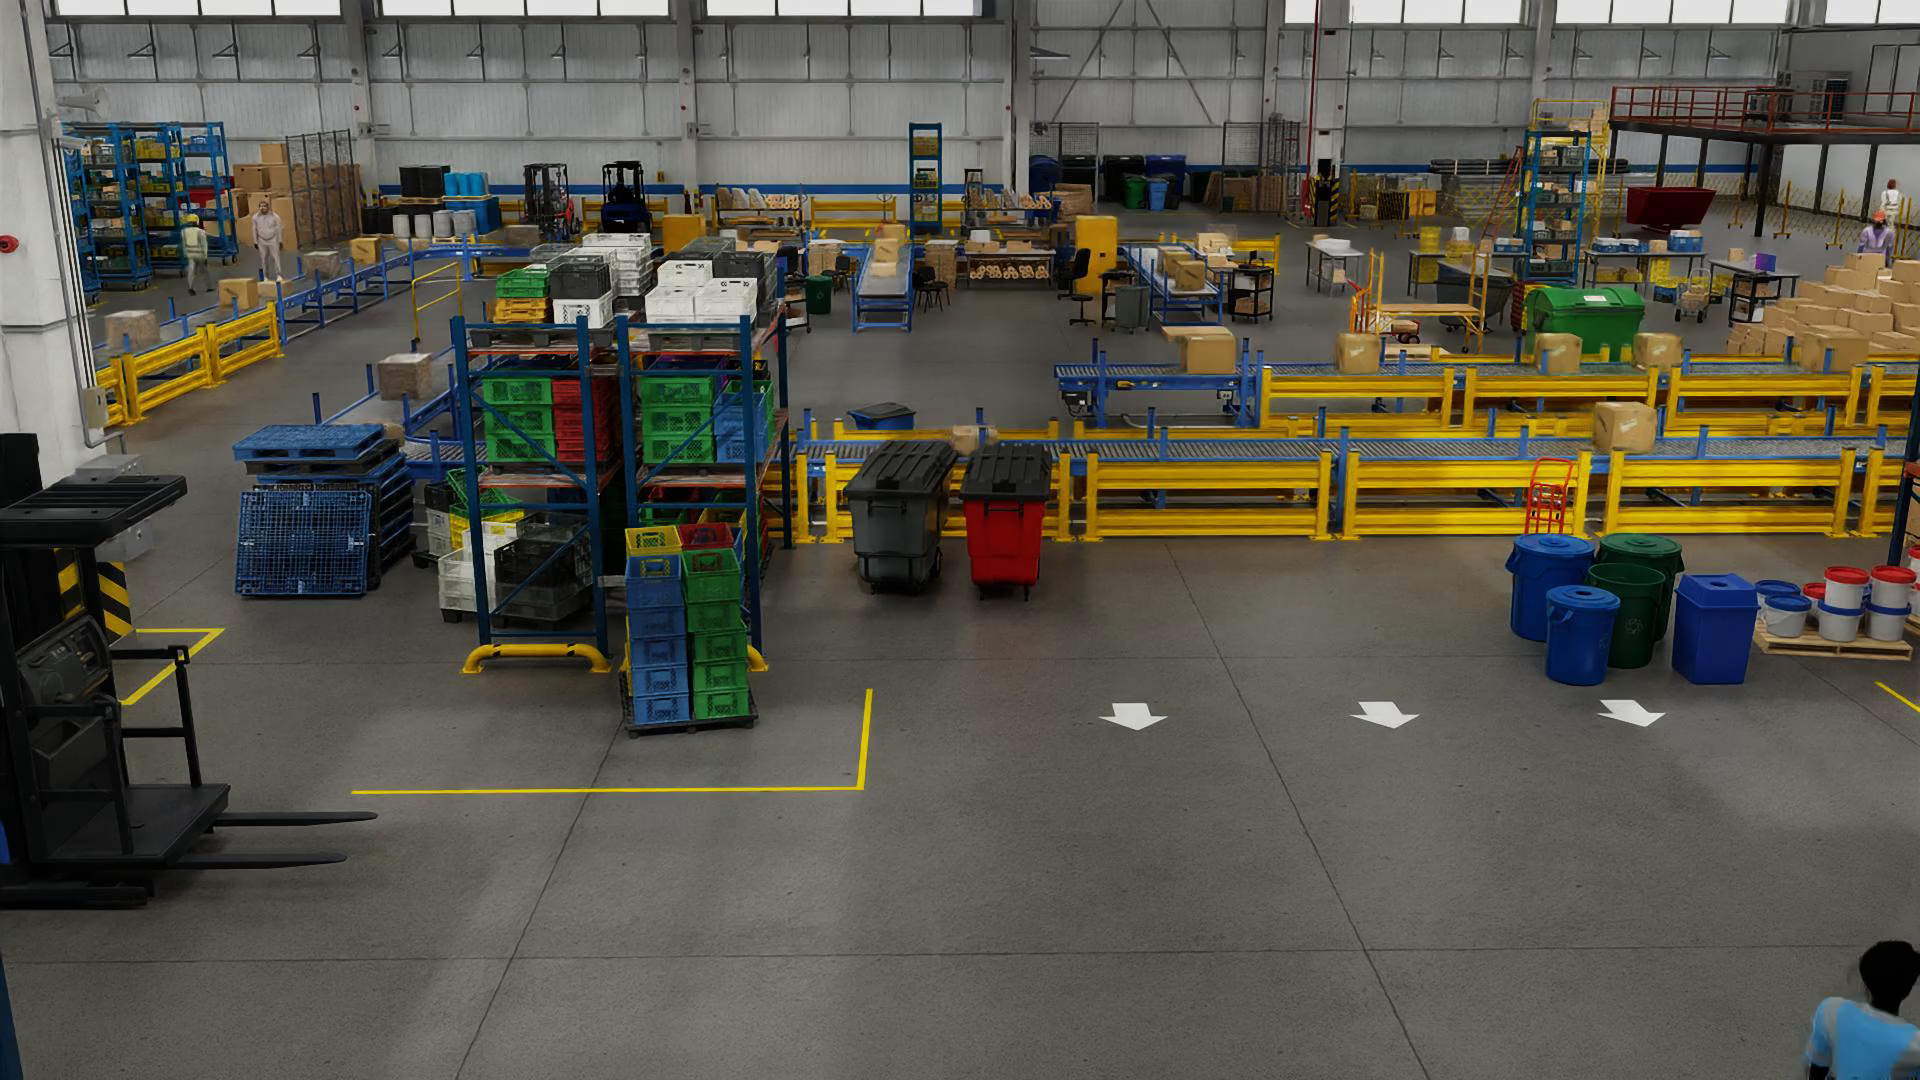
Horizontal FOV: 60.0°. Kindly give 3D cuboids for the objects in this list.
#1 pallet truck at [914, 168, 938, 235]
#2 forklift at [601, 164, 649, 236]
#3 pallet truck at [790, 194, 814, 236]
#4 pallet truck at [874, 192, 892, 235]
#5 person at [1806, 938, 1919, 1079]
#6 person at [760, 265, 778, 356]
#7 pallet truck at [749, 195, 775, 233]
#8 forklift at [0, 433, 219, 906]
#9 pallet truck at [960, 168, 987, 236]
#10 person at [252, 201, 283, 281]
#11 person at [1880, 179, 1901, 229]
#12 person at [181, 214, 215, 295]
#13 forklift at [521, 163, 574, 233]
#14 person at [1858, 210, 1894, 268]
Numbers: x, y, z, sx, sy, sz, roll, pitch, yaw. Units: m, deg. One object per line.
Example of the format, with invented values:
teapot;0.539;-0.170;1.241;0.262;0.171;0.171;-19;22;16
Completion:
pallet truck;-0.989;-10.316;50.507;0.823;1.965;1.885;1;16;3
forklift;-9.948;-10.127;49.296;1.157;1.987;2.680;-1;16;-3
pallet truck;-4.814;-9.883;50.259;0.704;1.261;1.522;-1;16;-3
pallet truck;-2.277;-9.986;50.594;0.653;1.274;1.630;0;16;-1
person;3.653;2.425;6.784;0.630;1.678;0.536;-10;19;-30
person;-3.396;-4.132;29.473;0.526;1.740;0.769;-9;18;-28
pallet truck;-6.051;-9.967;50.660;0.680;1.201;1.601;0;16;-1
forklift;-5.952;0.780;10.366;1.873;2.768;1.129;0;16;-1
pallet truck;0.383;-10.230;50.206;0.823;1.965;1.885;-1;16;-3
person;-16.391;-7.070;39.383;0.654;1.906;0.408;-3;16;-11
person;26.203;-9.246;47.020;0.596;1.861;0.678;0;16;-1
person;-17.113;-6.385;37.230;0.596;1.793;0.951;0;16;0
forklift;-12.233;-10.122;49.298;1.157;1.987;2.680;0;16;-1
person;19.729;-6.111;35.892;0.619;2.013;0.952;10;19;30
